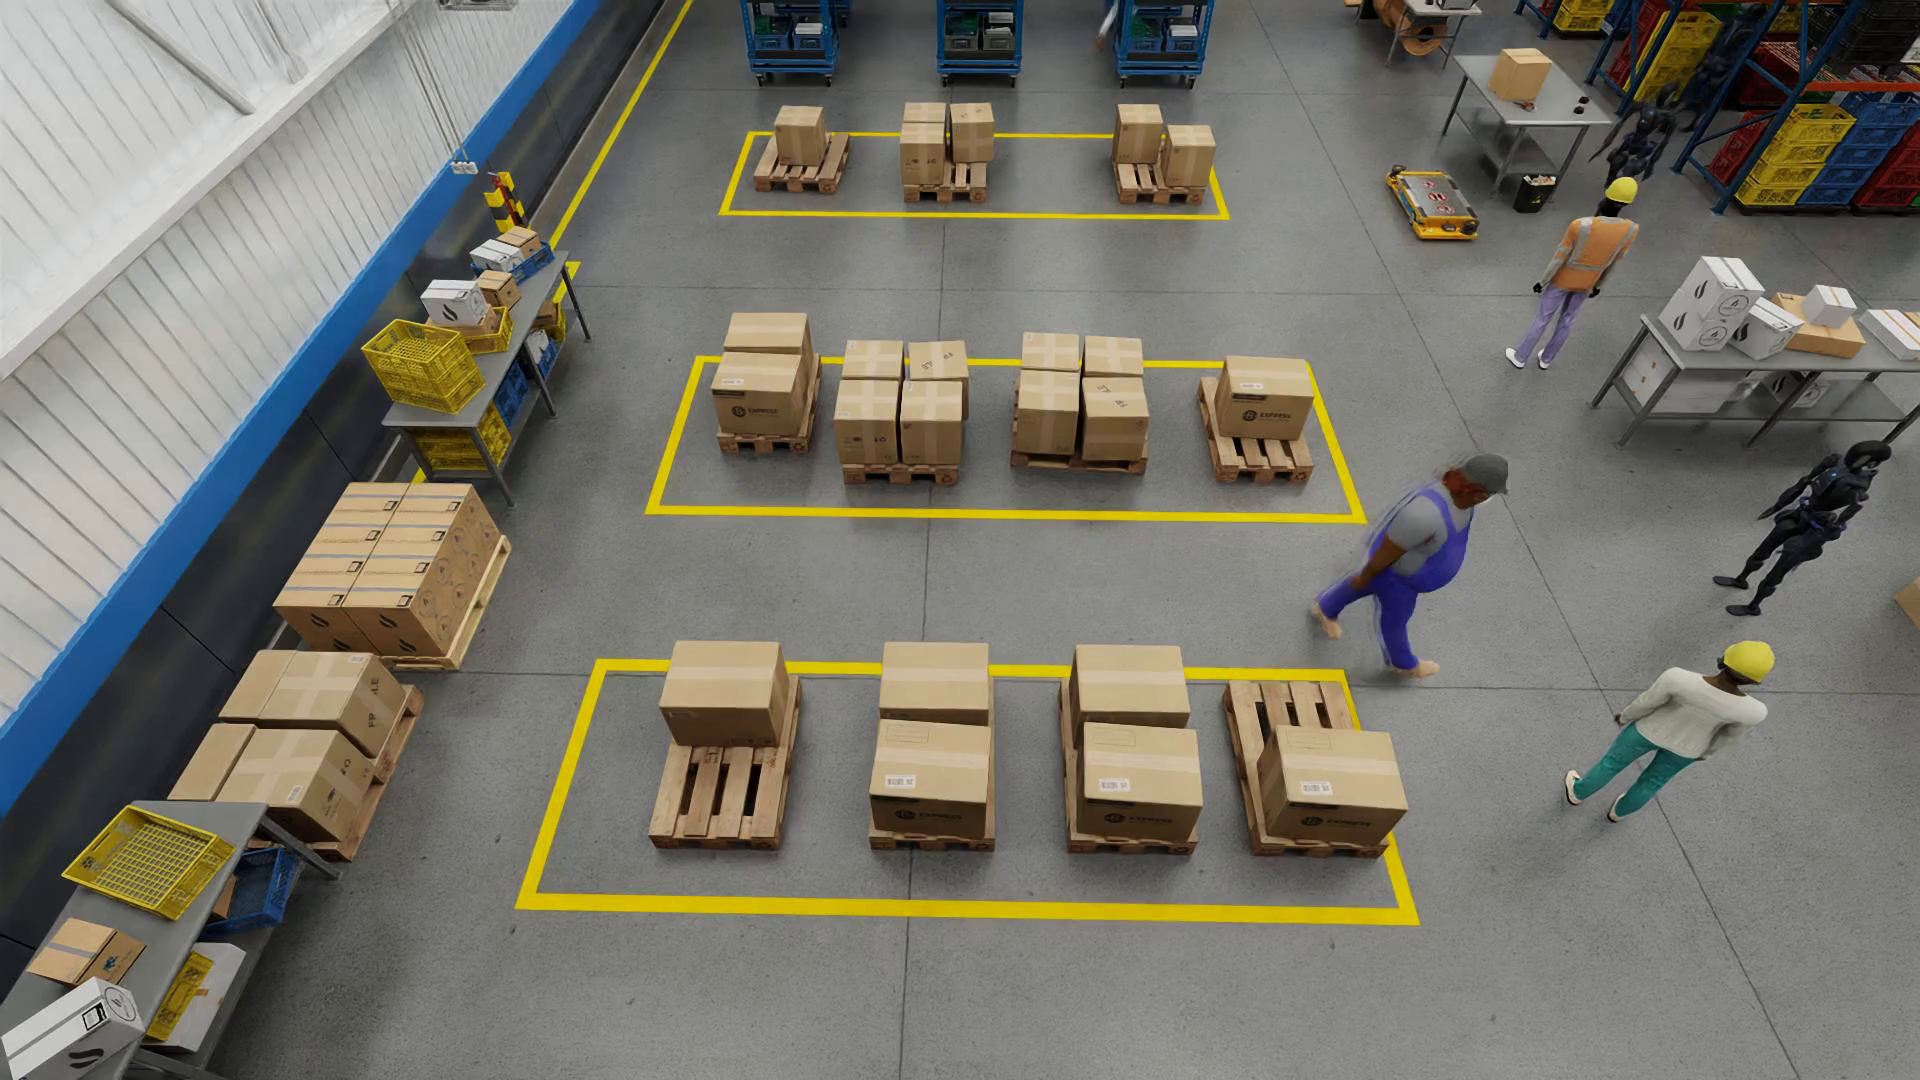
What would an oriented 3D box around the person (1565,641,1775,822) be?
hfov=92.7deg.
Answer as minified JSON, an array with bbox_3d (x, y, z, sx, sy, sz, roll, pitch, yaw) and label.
[{"bbox_3d":[4.268,1.166,5.532,0.522,1.769,0.316,27,54,22],"label":"person"}]

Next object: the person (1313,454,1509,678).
[{"bbox_3d":[3.092,0.148,6.234,0.997,2.000,0.750,33,57,25],"label":"person"}]

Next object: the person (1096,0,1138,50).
[{"bbox_3d":[2.462,-8.277,13.657,0.846,1.849,0.636,-24,53,-20],"label":"person"}]

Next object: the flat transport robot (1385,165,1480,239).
[{"bbox_3d":[5.692,-4.094,11.059,0.652,0.197,1.431,1,49,1],"label":"flat transport robot"}]

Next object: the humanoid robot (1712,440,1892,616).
[{"bbox_3d":[6.122,-0.089,6.677,0.352,1.649,0.569,8,50,7],"label":"humanoid robot"}]

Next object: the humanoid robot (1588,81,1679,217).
[{"bbox_3d":[7.662,-4.414,10.456,0.766,1.637,0.573,-23,53,-18],"label":"humanoid robot"}]

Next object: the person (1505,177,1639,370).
[{"bbox_3d":[5.718,-2.444,8.552,0.591,1.925,0.382,5,49,5],"label":"person"}]

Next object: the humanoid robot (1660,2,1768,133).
[{"bbox_3d":[9.787,-6.115,11.903,0.607,1.627,0.607,-18,51,-15],"label":"humanoid robot"}]
